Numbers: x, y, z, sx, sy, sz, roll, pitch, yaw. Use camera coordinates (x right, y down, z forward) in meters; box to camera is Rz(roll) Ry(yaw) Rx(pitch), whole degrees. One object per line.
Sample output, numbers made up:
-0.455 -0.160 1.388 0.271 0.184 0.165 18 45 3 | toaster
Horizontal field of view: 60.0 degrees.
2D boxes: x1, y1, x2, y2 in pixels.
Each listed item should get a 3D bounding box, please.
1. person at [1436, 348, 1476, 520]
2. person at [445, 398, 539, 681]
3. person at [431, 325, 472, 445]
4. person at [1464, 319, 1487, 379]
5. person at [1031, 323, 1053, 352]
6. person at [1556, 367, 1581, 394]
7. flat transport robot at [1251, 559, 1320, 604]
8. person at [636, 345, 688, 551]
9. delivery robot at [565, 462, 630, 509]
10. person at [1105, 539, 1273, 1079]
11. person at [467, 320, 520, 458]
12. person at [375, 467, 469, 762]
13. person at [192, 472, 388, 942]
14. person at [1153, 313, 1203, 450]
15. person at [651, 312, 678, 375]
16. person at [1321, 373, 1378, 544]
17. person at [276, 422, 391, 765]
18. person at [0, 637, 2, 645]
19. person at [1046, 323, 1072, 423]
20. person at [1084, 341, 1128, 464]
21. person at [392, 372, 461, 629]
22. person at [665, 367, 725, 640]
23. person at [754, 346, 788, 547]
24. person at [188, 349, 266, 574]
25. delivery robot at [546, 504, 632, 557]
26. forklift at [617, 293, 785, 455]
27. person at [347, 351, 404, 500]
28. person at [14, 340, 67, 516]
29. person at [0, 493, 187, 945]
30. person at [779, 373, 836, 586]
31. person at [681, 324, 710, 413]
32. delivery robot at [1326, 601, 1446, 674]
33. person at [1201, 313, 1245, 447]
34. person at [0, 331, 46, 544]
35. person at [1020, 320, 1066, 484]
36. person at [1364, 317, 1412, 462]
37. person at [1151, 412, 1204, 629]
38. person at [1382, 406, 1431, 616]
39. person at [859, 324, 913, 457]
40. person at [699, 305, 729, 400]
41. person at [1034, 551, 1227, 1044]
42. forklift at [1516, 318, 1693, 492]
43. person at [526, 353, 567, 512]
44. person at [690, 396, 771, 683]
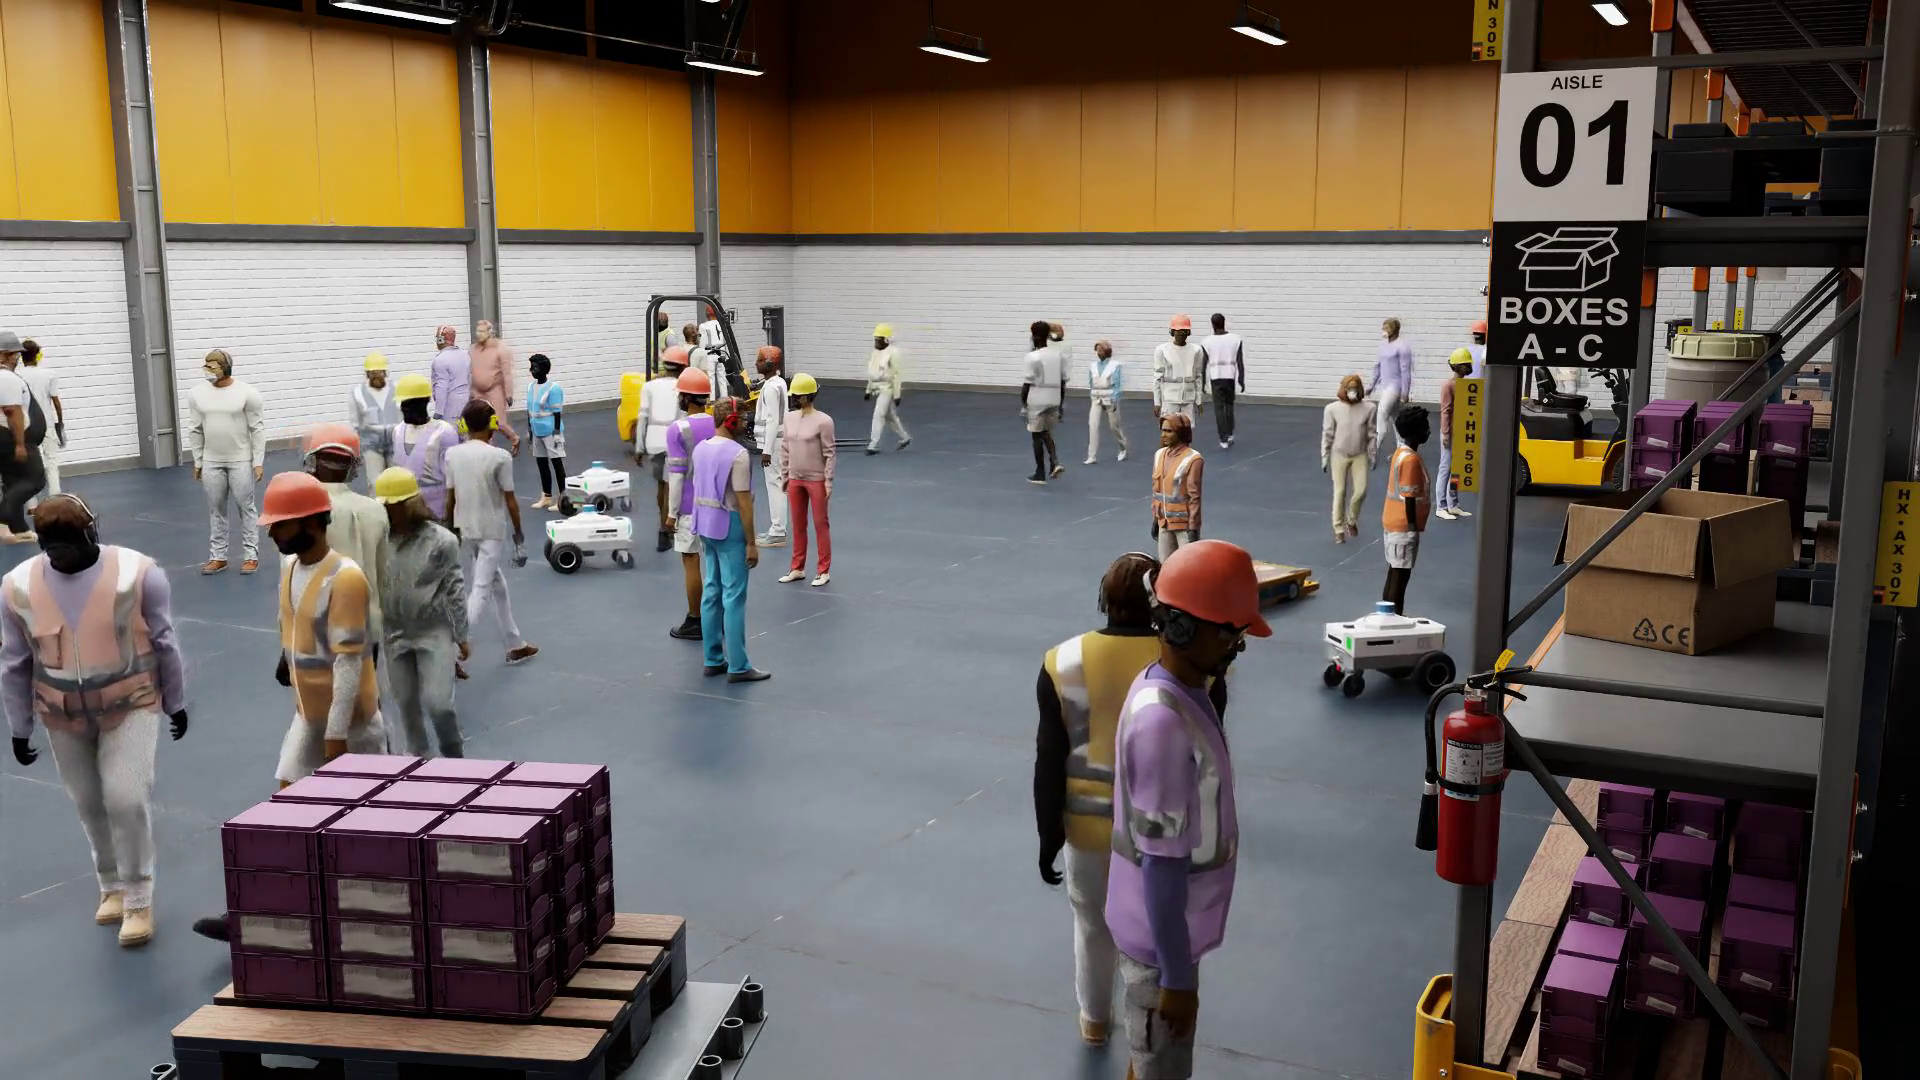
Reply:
5.148 -1.099 17.223 0.530 1.772 0.302 -10 14 -44 | person
-3.117 -0.015 10.836 0.533 1.815 0.981 5 11 25 | person
-5.950 -1.542 19.385 0.405 1.911 0.636 2 10 14 | person
6.433 -1.775 20.648 0.372 1.935 0.551 -9 13 -41 | person
1.367 -2.870 28.028 0.580 1.580 0.857 6 11 29 | person
9.244 -2.423 25.271 0.310 1.636 0.522 -3 10 -17 | person
2.181 0.363 13.094 0.652 0.197 1.431 9 13 42 | flat transport robot
-2.708 -0.880 15.615 0.554 1.878 0.934 1 10 9 | person
-3.803 -0.581 17.464 0.477 0.478 0.707 6 11 30 | delivery robot
0.580 1.001 4.308 0.401 2.033 0.605 2 10 10 | person
-6.107 -1.936 21.749 0.662 1.888 0.569 4 11 24 | person
-2.682 0.485 8.181 0.499 1.724 0.434 0 10 2 | person
-2.584 0.678 6.587 0.574 1.883 0.967 8 12 38 | person
2.594 -1.659 19.675 0.615 2.041 0.392 -2 10 -13 | person
-4.579 -2.589 25.647 0.429 1.839 0.633 -6 12 -33 | person
3.674 -0.763 15.700 0.525 1.619 0.363 1 10 7 | person
-2.917 0.461 7.686 0.395 1.953 0.728 4 11 23 | person
-6.806 -0.159 11.405 0.406 1.902 0.639 -2 10 -14 | person
1.549 -2.668 26.763 0.503 1.617 0.493 4 10 21 | person
1.926 -1.814 21.815 0.512 1.610 0.779 7 12 34 | person
-3.729 -0.207 11.604 0.600 1.928 0.384 5 11 29 | person
-1.873 -0.257 11.849 0.346 1.942 0.550 8 13 41 | person
-1.773 -0.877 15.622 0.355 1.880 0.575 0 10 -1 | person
-6.253 -0.664 14.221 0.629 1.937 0.377 0 10 0 | person
-3.226 -0.067 14.486 0.707 0.478 0.477 -4 11 -20 | delivery robot
-3.588 -2.317 23.042 2.313 2.155 1.214 -1 10 -5 | forklift
-5.577 -0.916 16.028 0.609 1.816 0.514 -5 11 -28 | person
-9.633 -1.135 17.290 0.540 1.858 0.615 -3 10 -19 | person
-3.461 0.708 6.618 0.645 1.813 0.700 -2 10 -11 | person
-1.268 -0.495 13.751 0.524 1.764 0.329 6 12 32 | person
-3.444 -1.853 21.374 0.507 1.842 0.339 4 11 21 | person
2.671 0.631 10.450 0.707 0.478 0.477 -2 10 -14 | delivery robot
3.717 -2.279 23.702 0.626 1.885 0.741 0 10 -1 | person
-8.909 -0.960 15.635 0.701 2.000 0.573 9 13 41 | person
0.972 -1.639 19.819 0.630 1.946 0.423 -7 12 -36 | person
5.577 -1.968 21.878 0.947 1.901 0.649 -2 10 -11 | person
1.545 -0.095 11.826 0.317 1.630 0.511 -6 12 -32 | person
3.103 -0.087 11.569 0.322 1.697 0.533 2 10 9 | person
-0.988 -2.048 22.651 0.908 1.801 0.580 -6 11 -31 | person
-4.169 -3.051 28.191 0.583 1.882 0.338 -8 12 -38 | person
0.552 0.935 5.403 0.623 1.798 0.973 1 10 4 | person
7.066 -1.601 18.899 2.313 2.155 1.214 5 11 27 | forklift
-4.405 -1.138 17.698 0.536 1.691 0.323 8 13 38 | person
-1.511 -0.002 10.676 0.394 1.837 0.563 -9 13 -41 | person
